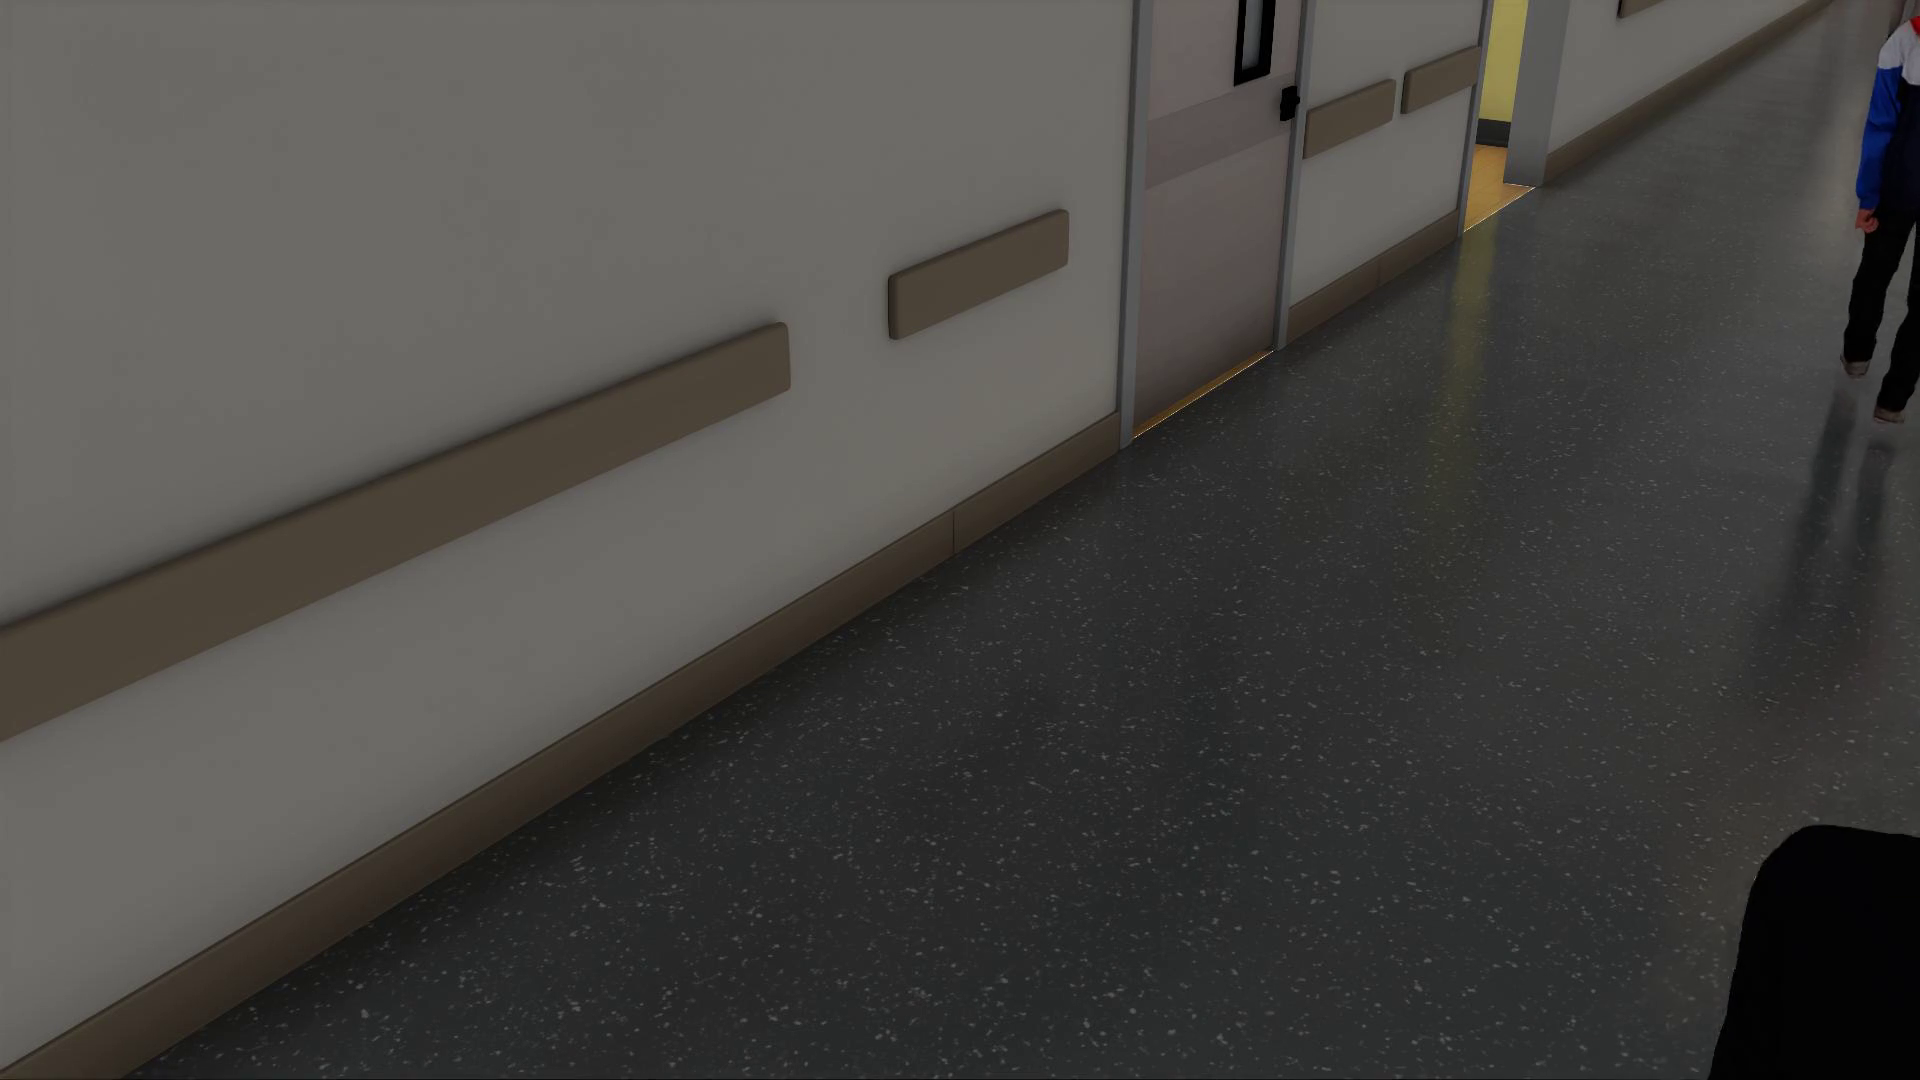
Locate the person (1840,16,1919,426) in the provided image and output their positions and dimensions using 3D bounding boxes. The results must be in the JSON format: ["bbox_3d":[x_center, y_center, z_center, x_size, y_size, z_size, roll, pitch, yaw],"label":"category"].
[{"bbox_3d":[3.513,-1.240,6.032,1.123,1.714,0.756,14,29,27],"label":"person"}]
